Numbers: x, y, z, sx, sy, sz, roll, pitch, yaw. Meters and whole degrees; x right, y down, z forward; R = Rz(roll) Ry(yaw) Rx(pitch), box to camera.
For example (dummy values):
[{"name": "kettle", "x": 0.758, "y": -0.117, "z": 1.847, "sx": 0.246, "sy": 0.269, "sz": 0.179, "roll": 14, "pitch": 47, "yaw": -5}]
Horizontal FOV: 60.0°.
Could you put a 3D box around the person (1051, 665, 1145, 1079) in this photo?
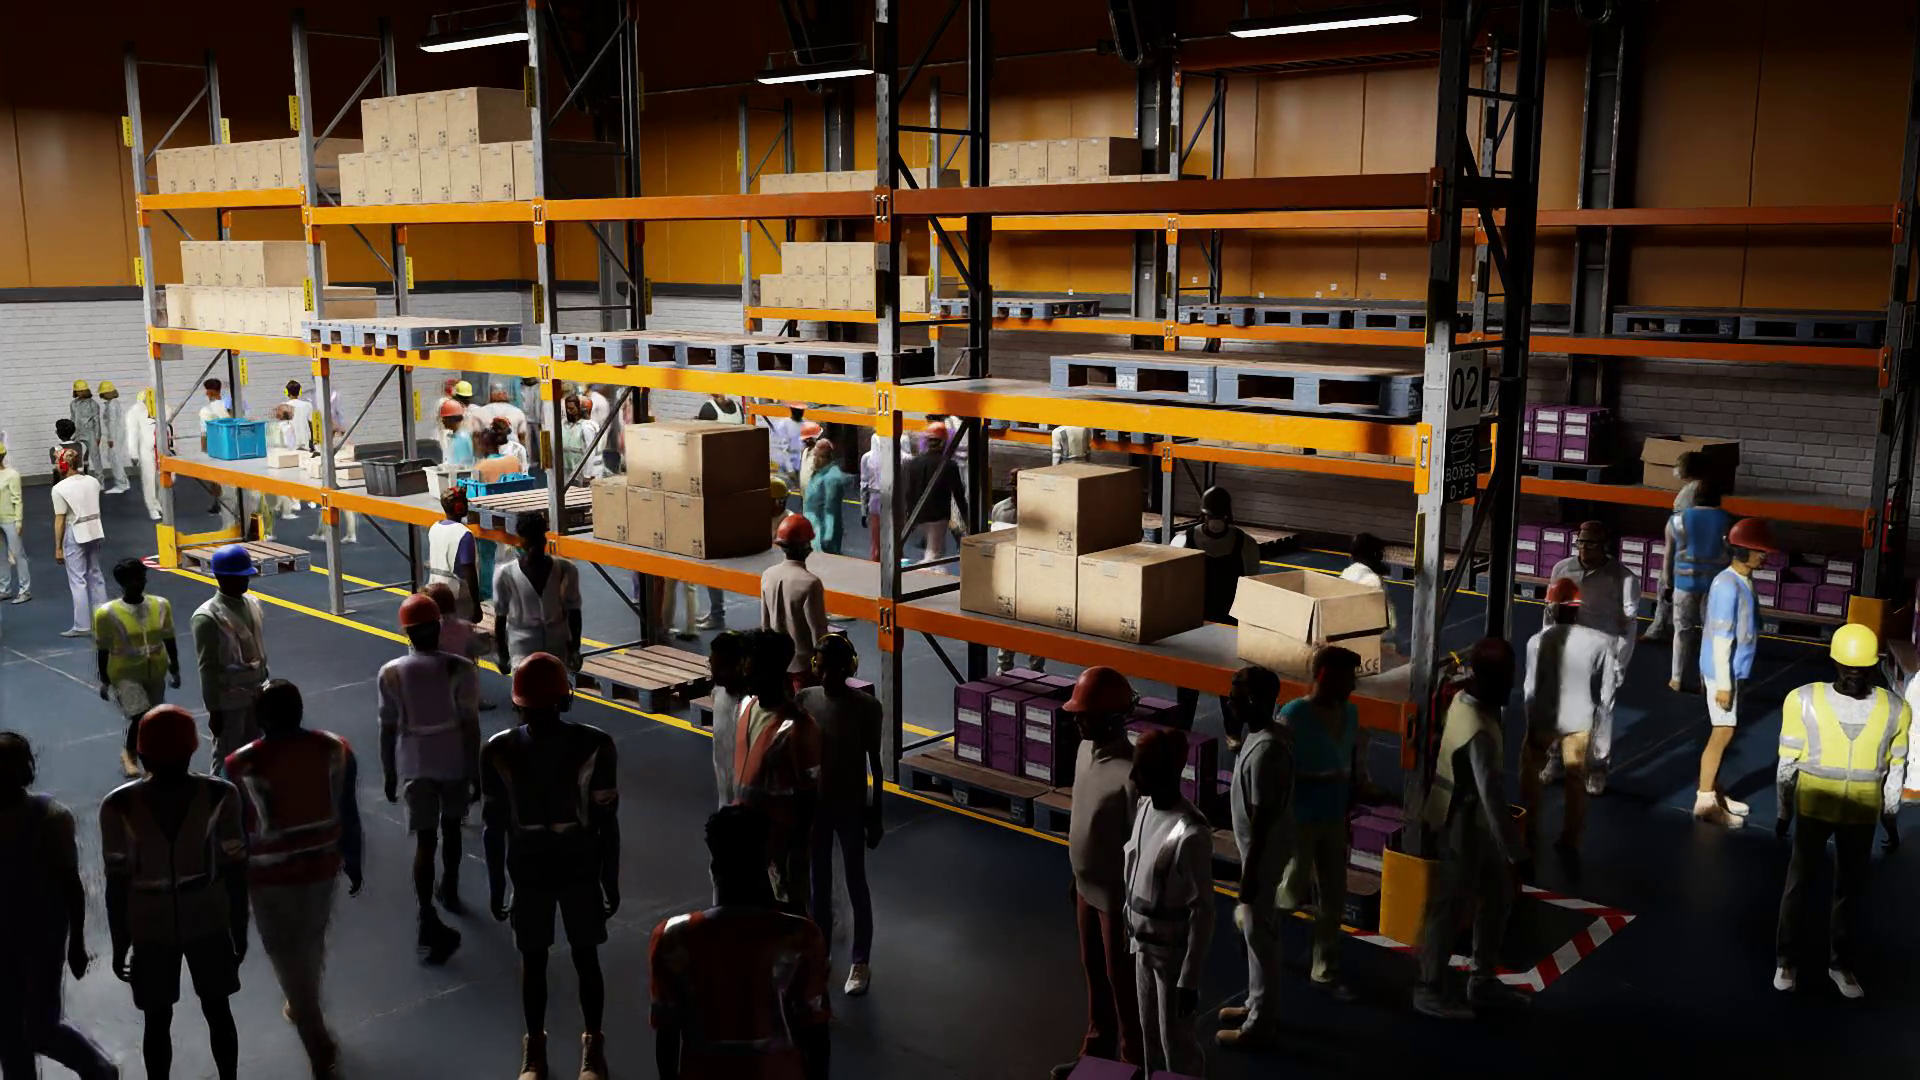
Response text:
[{"name": "person", "x": 0.632, "y": 1.516, "z": 7.246, "sx": 0.396, "sy": 1.993, "sz": 0.617, "roll": -4, "pitch": 11, "yaw": -22}]

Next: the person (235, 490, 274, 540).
[{"name": "person", "x": -9.076, "y": -0.760, "z": 21.211, "sx": 0.508, "sy": 1.605, "sz": 0.551, "roll": 10, "pitch": 14, "yaw": 44}]

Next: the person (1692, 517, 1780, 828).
[{"name": "person", "x": 5.070, "y": 0.853, "z": 10.893, "sx": 0.413, "sy": 2.034, "sz": 0.620, "roll": 7, "pitch": 12, "yaw": 34}]

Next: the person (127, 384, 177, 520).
[{"name": "person", "x": -11.168, "y": -1.221, "z": 23.033, "sx": 0.441, "sy": 1.886, "sz": 0.691, "roll": 8, "pitch": 13, "yaw": 37}]

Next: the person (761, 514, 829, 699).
[{"name": "person", "x": -1.084, "y": 0.815, "z": 11.209, "sx": 0.608, "sy": 1.997, "sz": 0.375, "roll": 9, "pitch": 14, "yaw": 42}]

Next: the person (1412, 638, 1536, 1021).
[{"name": "person", "x": 2.545, "y": 1.413, "z": 8.082, "sx": 0.654, "sy": 1.895, "sz": 0.624, "roll": 3, "pitch": 11, "yaw": 18}]

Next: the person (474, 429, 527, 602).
[{"name": "person", "x": -4.785, "y": -0.220, "z": 17.451, "sx": 0.544, "sy": 1.873, "sz": 0.784, "roll": 8, "pitch": 13, "yaw": 38}]

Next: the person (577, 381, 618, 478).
[{"name": "person", "x": -5.390, "y": -1.533, "z": 24.750, "sx": 0.627, "sy": 1.916, "sz": 0.727, "roll": 6, "pitch": 12, "yaw": 32}]

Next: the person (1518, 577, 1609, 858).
[{"name": "person", "x": 3.736, "y": 1.086, "z": 10.427, "sx": 0.562, "sy": 1.727, "sz": 0.669, "roll": -1, "pitch": 10, "yaw": -6}]

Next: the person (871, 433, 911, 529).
[{"name": "person", "x": -0.896, "y": -0.827, "z": 21.333, "sx": 0.540, "sy": 1.696, "sz": 0.317, "roll": 2, "pitch": 10, "yaw": 10}]

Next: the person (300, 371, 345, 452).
[{"name": "person", "x": -9.814, "y": -1.678, "z": 25.558, "sx": 0.649, "sy": 1.897, "sz": 0.969, "roll": -3, "pitch": 10, "yaw": -14}]

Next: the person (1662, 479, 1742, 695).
[{"name": "person", "x": 6.265, "y": 0.397, "z": 14.069, "sx": 0.639, "sy": 1.822, "sz": 0.433, "roll": 5, "pitch": 11, "yaw": 26}]

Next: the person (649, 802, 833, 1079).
[{"name": "person", "x": -0.717, "y": 1.834, "z": 5.555, "sx": 0.600, "sy": 1.958, "sz": 0.378, "roll": 0, "pitch": 10, "yaw": 1}]

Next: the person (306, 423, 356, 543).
[{"name": "person", "x": -8.021, "y": -0.747, "z": 21.147, "sx": 0.769, "sy": 1.588, "sz": 0.516, "roll": 3, "pitch": 10, "yaw": 17}]

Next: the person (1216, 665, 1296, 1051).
[{"name": "person", "x": 1.405, "y": 1.487, "z": 7.854, "sx": 0.346, "sy": 1.840, "sz": 0.501, "roll": 2, "pitch": 10, "yaw": 13}]

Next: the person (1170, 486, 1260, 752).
[{"name": "person", "x": 1.883, "y": 0.585, "z": 12.385, "sx": 0.683, "sy": 2.000, "sz": 0.536, "roll": 1, "pitch": 10, "yaw": 5}]

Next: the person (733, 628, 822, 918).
[{"name": "person", "x": -0.913, "y": 1.388, "z": 8.051, "sx": 0.367, "sy": 1.966, "sz": 0.605, "roll": -9, "pitch": 13, "yaw": -41}]

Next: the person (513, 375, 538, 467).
[{"name": "person", "x": -7.400, "y": -2.212, "z": 28.394, "sx": 0.451, "sy": 1.972, "sz": 0.653, "roll": 1, "pitch": 10, "yaw": 7}]

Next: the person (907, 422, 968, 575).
[{"name": "person", "x": -0.163, "y": -0.253, "z": 17.357, "sx": 0.988, "sy": 1.945, "sz": 0.633, "roll": -10, "pitch": 14, "yaw": -44}]

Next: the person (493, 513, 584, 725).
[{"name": "person", "x": -2.917, "y": 0.772, "z": 11.625, "sx": 0.601, "sy": 1.926, "sz": 0.743, "roll": -5, "pitch": 11, "yaw": -26}]

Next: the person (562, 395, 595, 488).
[{"name": "person", "x": -4.838, "y": -0.869, "z": 20.948, "sx": 0.592, "sy": 1.920, "sz": 0.392, "roll": 2, "pitch": 10, "yaw": 10}]

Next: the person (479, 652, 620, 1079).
[{"name": "person", "x": -1.803, "y": 1.481, "z": 7.358, "sx": 0.601, "sy": 2.036, "sz": 0.404, "roll": -1, "pitch": 10, "yaw": -7}]

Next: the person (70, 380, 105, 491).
[{"name": "person", "x": -13.478, "y": -1.603, "z": 25.632, "sx": 0.486, "sy": 1.737, "sz": 0.322, "roll": 2, "pitch": 10, "yaw": 11}]

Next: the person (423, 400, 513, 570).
[{"name": "person", "x": -5.803, "y": -0.659, "z": 19.544, "sx": 1.025, "sy": 2.009, "sz": 0.599, "roll": -2, "pitch": 10, "yaw": -13}]

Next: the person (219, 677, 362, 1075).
[{"name": "person", "x": -3.071, "y": 1.535, "z": 7.706, "sx": 0.626, "sy": 1.808, "sz": 0.875, "roll": -9, "pitch": 13, "yaw": -41}]

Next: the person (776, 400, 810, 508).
[{"name": "person", "x": -2.078, "y": -0.946, "z": 21.466, "sx": 0.555, "sy": 1.885, "sz": 0.979, "roll": -8, "pitch": 13, "yaw": -37}]

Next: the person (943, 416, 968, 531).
[{"name": "person", "x": 0.004, "y": -0.984, "z": 21.749, "sx": 0.603, "sy": 1.866, "sz": 0.431, "roll": -8, "pitch": 13, "yaw": -37}]

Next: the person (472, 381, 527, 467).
[{"name": "person", "x": -6.190, "y": -1.182, "z": 22.375, "sx": 0.719, "sy": 2.000, "sz": 0.996, "roll": -3, "pitch": 10, "yaw": -15}]

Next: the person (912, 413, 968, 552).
[{"name": "person", "x": -0.247, "y": -0.766, "z": 20.452, "sx": 0.870, "sy": 1.908, "sz": 0.545, "roll": 7, "pitch": 12, "yaw": 35}]

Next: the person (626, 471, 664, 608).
[{"name": "person", "x": -3.283, "y": -0.246, "z": 17.407, "sx": 0.366, "sy": 1.926, "sz": 0.587, "roll": -7, "pitch": 12, "yaw": -34}]

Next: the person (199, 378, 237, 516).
[{"name": "person", "x": -10.357, "y": -1.301, "z": 23.290, "sx": 0.518, "sy": 1.947, "sz": 0.638, "roll": 5, "pitch": 11, "yaw": 27}]

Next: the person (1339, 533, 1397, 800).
[{"name": "person", "x": 2.785, "y": 0.863, "z": 11.517, "sx": 0.432, "sy": 1.806, "sz": 0.694, "roll": 0, "pitch": 10, "yaw": 1}]

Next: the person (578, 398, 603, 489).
[{"name": "person", "x": -4.689, "y": -0.861, "z": 21.002, "sx": 0.341, "sy": 1.882, "sz": 0.587, "roll": -1, "pitch": 10, "yaw": -7}]

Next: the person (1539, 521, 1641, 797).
[{"name": "person", "x": 4.316, "y": 0.807, "z": 11.502, "sx": 0.636, "sy": 1.911, "sz": 0.405, "roll": 9, "pitch": 14, "yaw": 42}]
